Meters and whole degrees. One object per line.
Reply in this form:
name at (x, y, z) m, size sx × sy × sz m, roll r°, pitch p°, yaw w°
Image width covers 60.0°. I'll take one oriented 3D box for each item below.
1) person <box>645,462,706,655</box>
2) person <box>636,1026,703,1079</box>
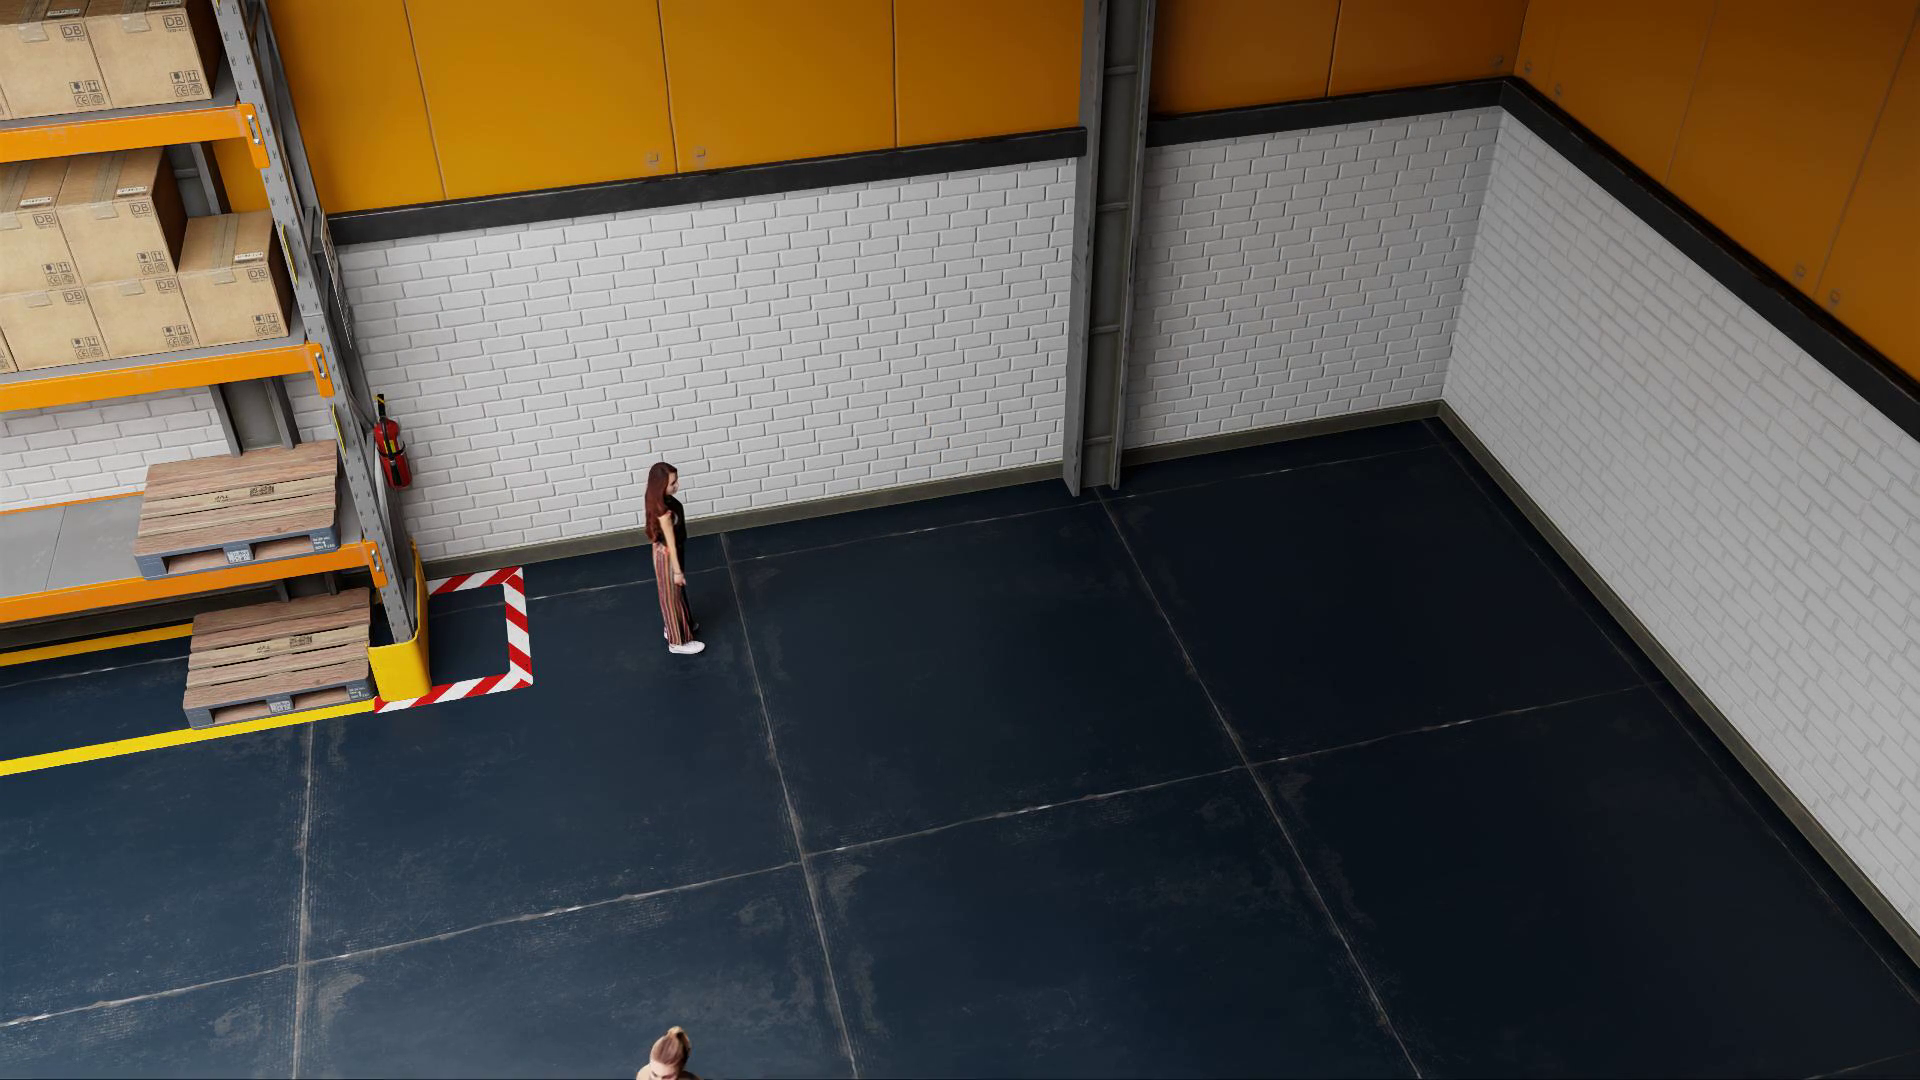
person at (-2.006, 0.104, 11.498) m, size 0.509 × 1.560 × 0.559 m, roll -8°, pitch 39°, yaw -10°
person at (-1.270, 2.863, 7.995) m, size 1.169 × 1.619 × 1.046 m, roll 10°, pitch 40°, yaw 12°
